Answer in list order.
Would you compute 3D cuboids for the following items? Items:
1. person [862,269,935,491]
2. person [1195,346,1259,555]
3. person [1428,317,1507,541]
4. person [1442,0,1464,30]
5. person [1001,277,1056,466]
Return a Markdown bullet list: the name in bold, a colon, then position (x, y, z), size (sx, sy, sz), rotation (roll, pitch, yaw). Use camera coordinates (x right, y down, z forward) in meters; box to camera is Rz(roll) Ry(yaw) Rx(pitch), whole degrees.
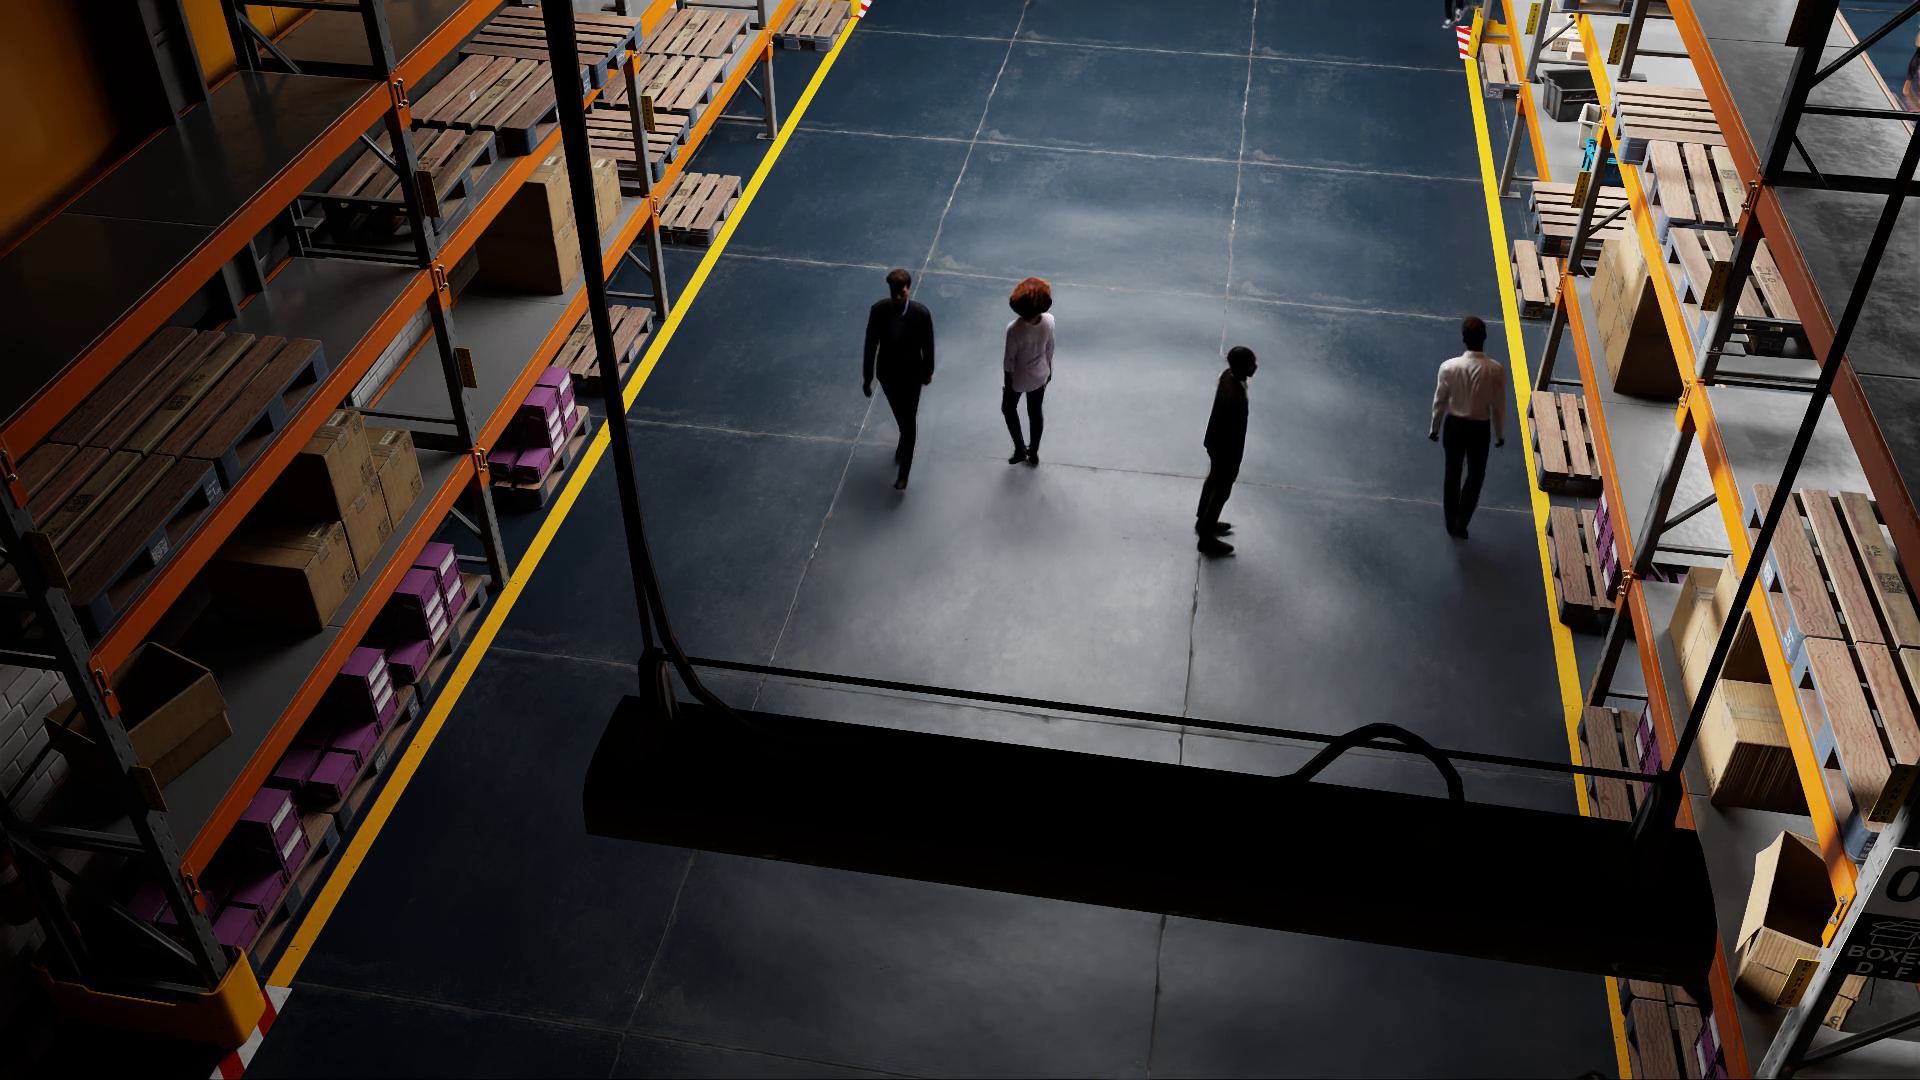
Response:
- **person**: position (-0.470, -1.413, 13.490), size (0.744, 1.847, 1.119), rotation (10, 40, 12)
- **person**: position (2.008, -0.705, 12.645), size (0.735, 1.796, 0.518), rotation (2, 39, 2)
- **person**: position (3.847, -0.770, 12.695), size (0.803, 1.834, 0.873), rotation (15, 41, 18)
- **person**: position (6.354, -7.178, 21.193), size (0.644, 1.244, 0.745), rotation (19, 42, 22)
- **person**: position (0.594, -1.299, 13.468), size (0.775, 1.697, 0.820), rotation (-13, 41, -16)
